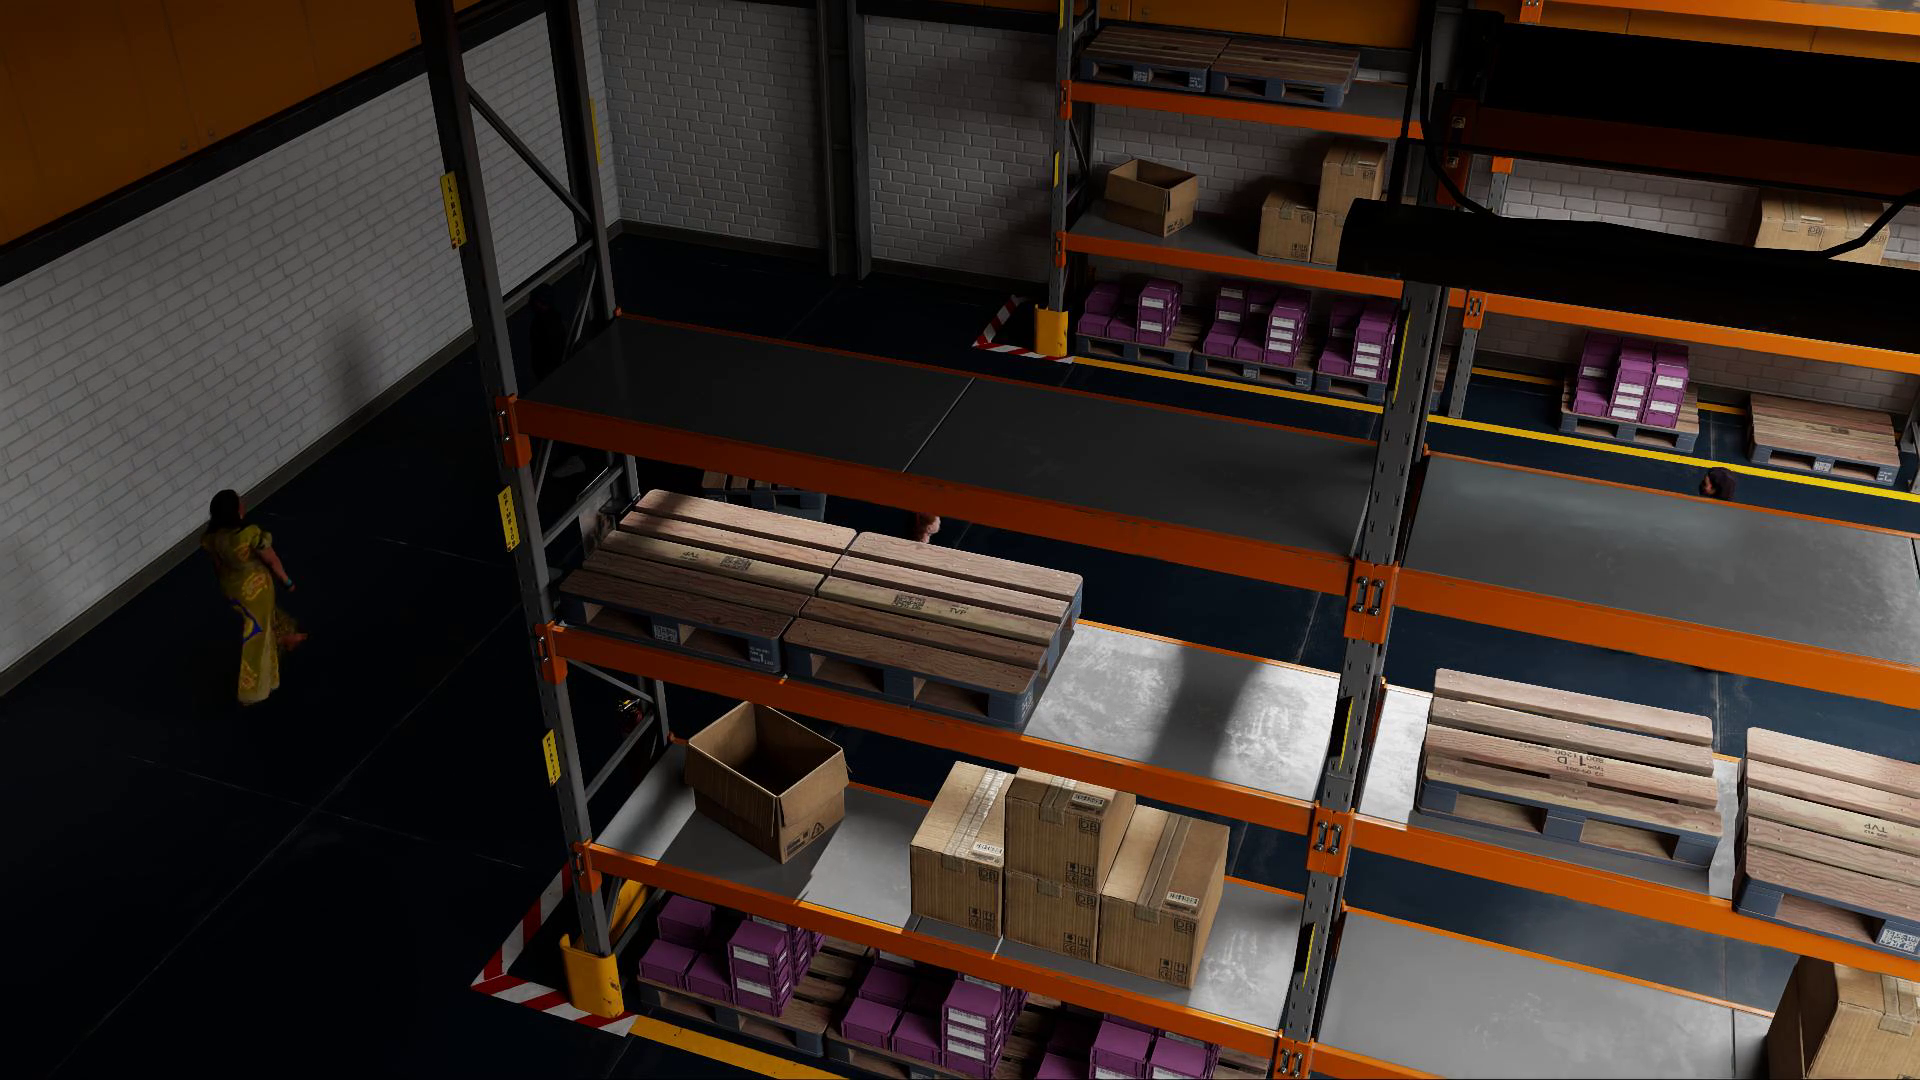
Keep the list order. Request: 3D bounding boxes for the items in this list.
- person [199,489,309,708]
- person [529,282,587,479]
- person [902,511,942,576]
[{"bbox_3d":[-5.133,0.435,11.969,1.180,1.608,0.835,9,35,13],"label":"person"},{"bbox_3d":[-3.558,-1.425,14.579,0.816,1.818,0.752,-15,36,-21],"label":"person"},{"bbox_3d":[-0.328,0.507,11.755,0.996,1.727,0.969,-17,37,-24],"label":"person"}]
